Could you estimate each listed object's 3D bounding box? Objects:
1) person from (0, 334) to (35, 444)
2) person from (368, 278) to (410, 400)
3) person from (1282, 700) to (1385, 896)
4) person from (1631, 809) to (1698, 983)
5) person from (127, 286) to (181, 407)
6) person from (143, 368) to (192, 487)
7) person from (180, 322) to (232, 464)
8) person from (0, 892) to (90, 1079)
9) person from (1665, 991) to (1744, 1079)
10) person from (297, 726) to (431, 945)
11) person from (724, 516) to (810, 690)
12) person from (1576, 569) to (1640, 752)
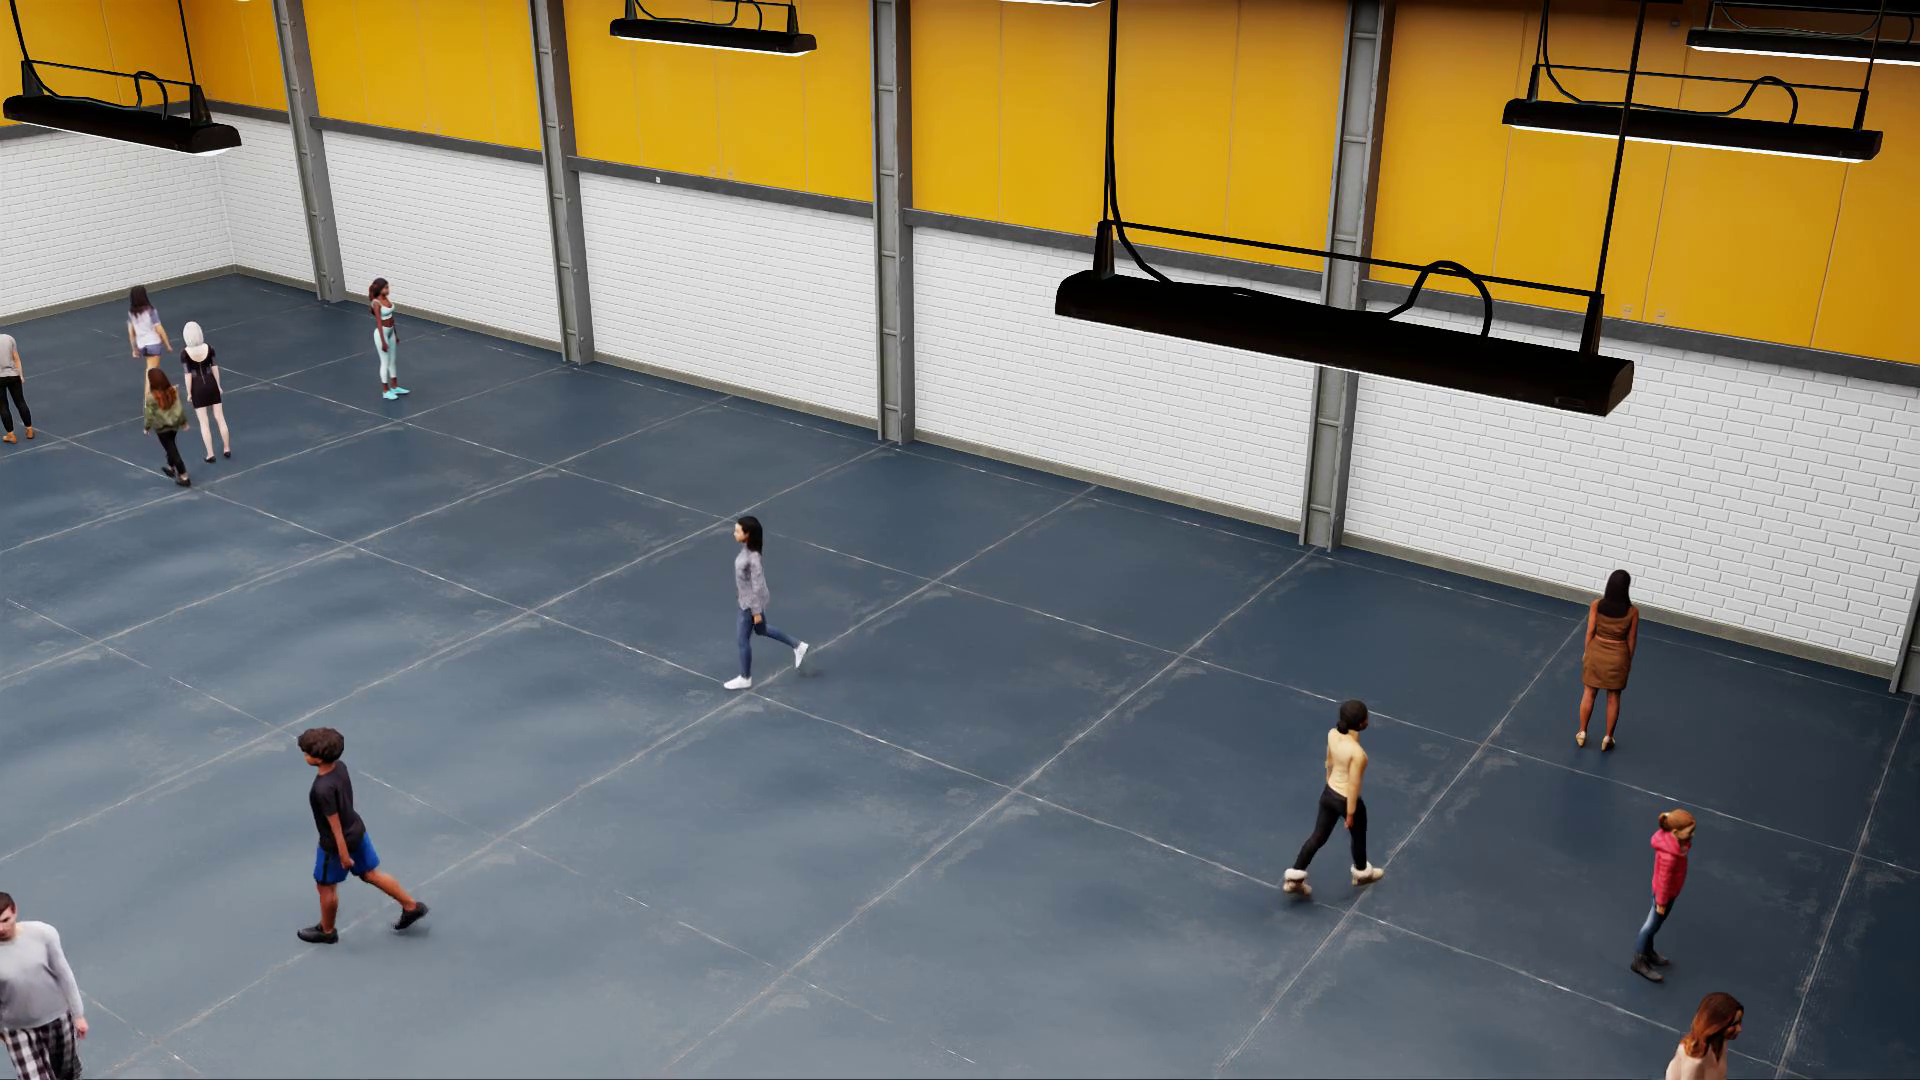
[{"bbox_3d":[-12.426,-2.122,21.609,0.571,1.722,0.640,21,31,40],"label":"person"},{"bbox_3d":[-8.024,-2.828,23.221,0.662,1.724,0.646,4,24,8],"label":"person"},{"bbox_3d":[2.762,1.962,12.388,1.008,1.624,1.138,-12,26,-25],"label":"person"},{"bbox_3d":[4.923,2.453,11.651,0.476,1.315,0.516,15,28,30],"label":"person"},{"bbox_3d":[-11.093,-2.566,22.679,1.151,1.679,0.993,4,24,9],"label":"person"},{"bbox_3d":[-9.559,-1.345,20.167,0.883,1.453,0.695,10,26,23],"label":"person"},{"bbox_3d":[-9.480,-1.863,20.883,0.619,1.829,0.558,-21,31,-39],"label":"person"},{"bbox_3d":[-5.601,2.860,10.110,0.920,1.803,1.244,-15,28,-31],"label":"person"},{"bbox_3d":[3.984,3.239,9.326,0.910,1.736,1.219,-14,27,-29],"label":"person"},{"bbox_3d":[-4.314,2.113,11.865,1.209,1.766,1.039,0,24,0],"label":"person"},{"bbox_3d":[-1.837,0.569,15.468,1.109,1.710,1.066,-5,24,-11],"label":"person"},{"bbox_3d":[5.612,1.042,14.418,0.490,1.684,0.653,11,26,24],"label":"person"}]
